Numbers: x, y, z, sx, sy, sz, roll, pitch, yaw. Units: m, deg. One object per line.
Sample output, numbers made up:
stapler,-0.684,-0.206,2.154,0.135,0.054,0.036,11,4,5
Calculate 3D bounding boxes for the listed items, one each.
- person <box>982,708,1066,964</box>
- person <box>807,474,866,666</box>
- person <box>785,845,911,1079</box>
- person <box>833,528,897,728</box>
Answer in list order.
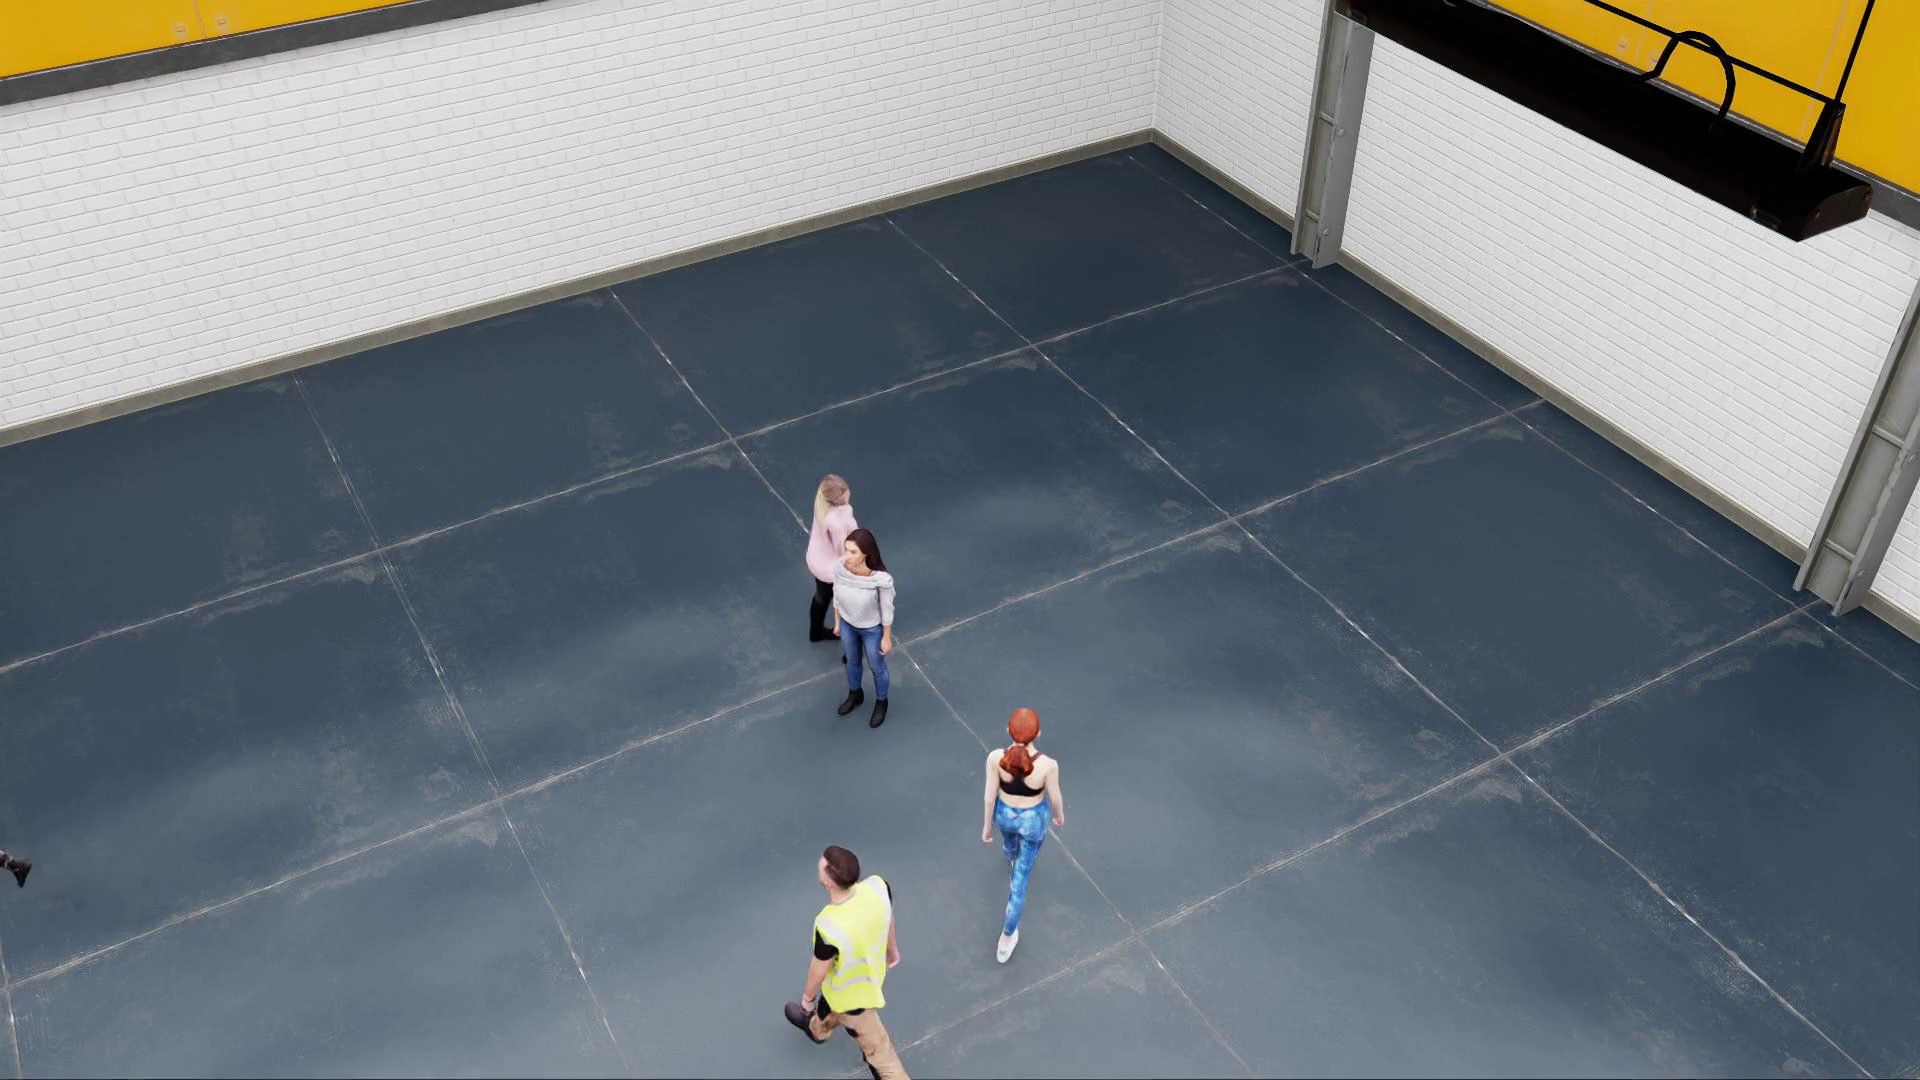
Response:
person,0.326,1.717,9.491,1.103,1.743,1.151,9,40,12
person,-0.887,0.195,11.468,0.728,1.654,0.593,-24,44,-27
person,-0.499,2.333,8.681,1.330,1.790,1.077,21,43,24
person,-0.635,0.561,11.027,0.611,1.633,0.736,21,43,24
